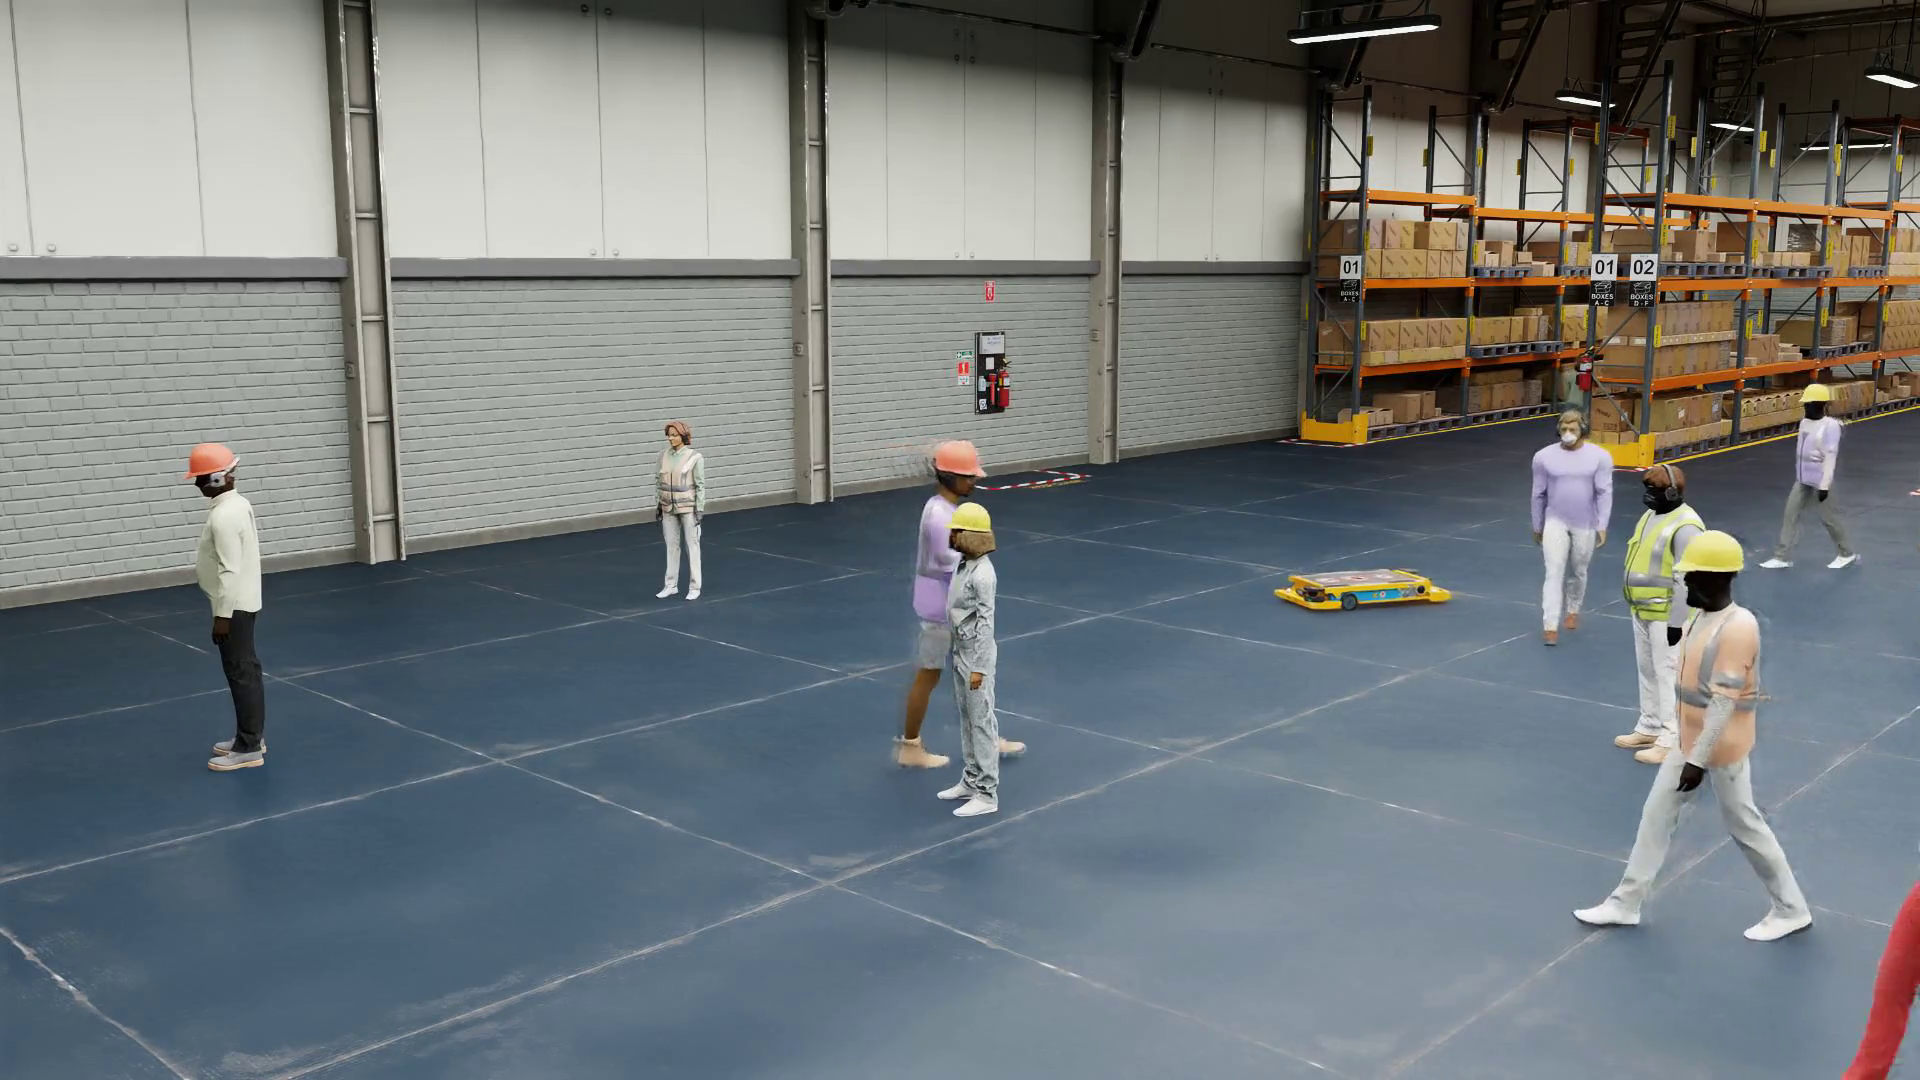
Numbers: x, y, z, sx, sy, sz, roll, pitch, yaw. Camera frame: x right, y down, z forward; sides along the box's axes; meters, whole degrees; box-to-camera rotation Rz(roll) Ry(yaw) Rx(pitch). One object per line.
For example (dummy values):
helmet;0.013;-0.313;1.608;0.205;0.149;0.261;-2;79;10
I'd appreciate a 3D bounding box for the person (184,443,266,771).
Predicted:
person;-4.440;0.396;10.103;0.388;1.987;0.608;-3;10;-16

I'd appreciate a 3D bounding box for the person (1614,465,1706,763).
person;4.316;0.446;10.276;0.428;1.836;0.626;0;9;-2

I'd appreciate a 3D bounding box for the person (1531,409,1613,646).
person;4.990;-0.131;13.619;0.630;1.899;0.985;4;10;21

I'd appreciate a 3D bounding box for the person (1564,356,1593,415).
person;10.153;-2.222;27.290;0.513;1.573;0.870;8;12;41

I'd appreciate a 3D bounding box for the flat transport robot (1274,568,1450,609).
flat transport robot;3.647;0.435;15.084;1.431;0.197;0.652;-3;10;-18

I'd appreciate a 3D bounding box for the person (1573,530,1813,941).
person;3.387;0.887;7.474;1.017;1.881;0.590;0;9;1

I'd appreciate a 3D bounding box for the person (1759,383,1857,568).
person;8.613;-0.631;16.683;0.964;1.888;0.600;-1;9;-7

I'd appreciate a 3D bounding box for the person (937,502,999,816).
person;0.052;0.656;9.258;0.290;1.746;0.487;-3;10;-15

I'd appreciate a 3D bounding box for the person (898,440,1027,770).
person;0.035;0.408;9.965;0.911;2.003;0.609;0;9;1

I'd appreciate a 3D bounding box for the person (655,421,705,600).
person;-2.558;-0.269;15.211;0.514;1.642;0.310;4;10;23

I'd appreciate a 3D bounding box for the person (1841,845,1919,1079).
person;3.367;1.240;5.719;0.802;1.736;0.538;-2;9;-10
